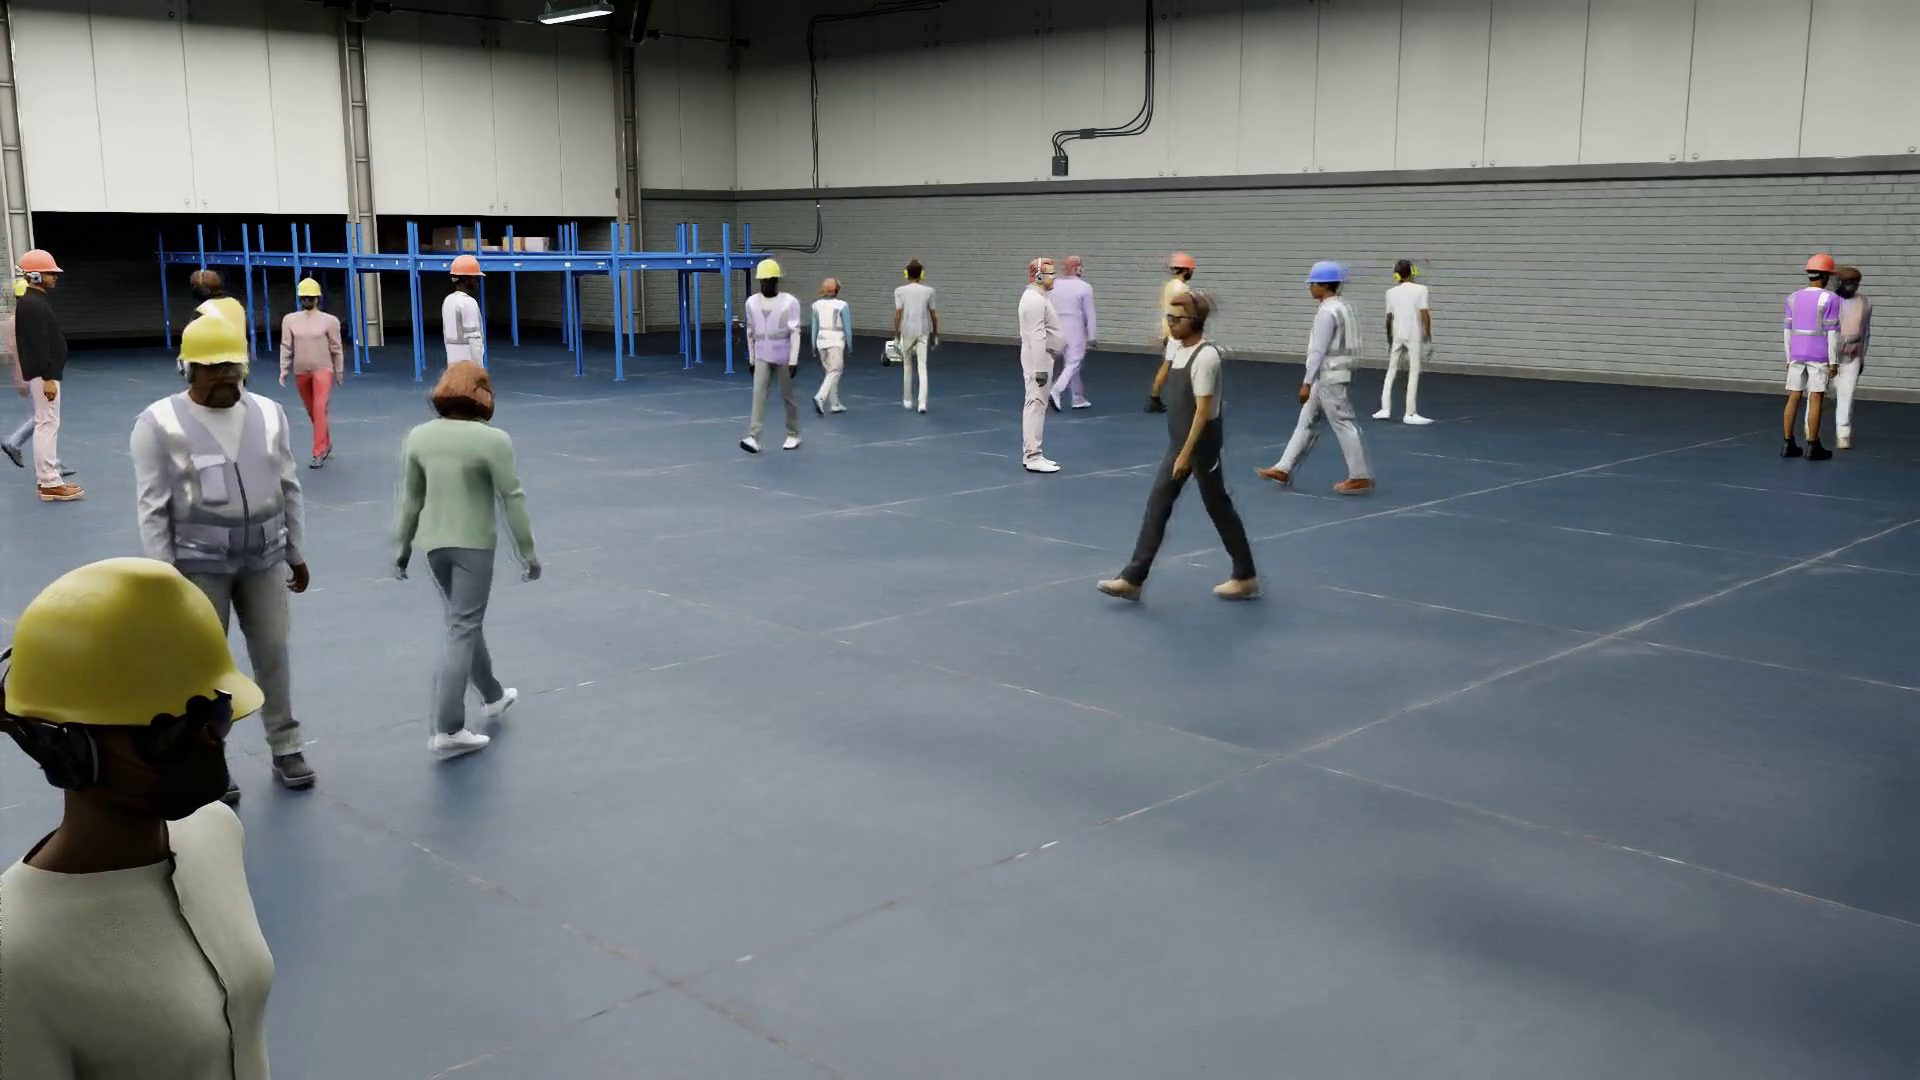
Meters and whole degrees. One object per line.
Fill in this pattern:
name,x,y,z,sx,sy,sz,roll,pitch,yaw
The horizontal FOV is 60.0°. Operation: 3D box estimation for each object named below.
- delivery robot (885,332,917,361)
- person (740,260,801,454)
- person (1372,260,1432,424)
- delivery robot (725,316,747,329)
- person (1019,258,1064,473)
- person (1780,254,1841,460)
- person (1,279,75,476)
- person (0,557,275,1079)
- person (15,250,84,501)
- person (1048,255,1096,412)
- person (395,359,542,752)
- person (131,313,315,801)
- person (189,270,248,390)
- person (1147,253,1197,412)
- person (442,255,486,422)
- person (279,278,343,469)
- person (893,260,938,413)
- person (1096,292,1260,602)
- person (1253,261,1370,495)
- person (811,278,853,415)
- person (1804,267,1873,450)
delivery robot,-0.913,-3.157,27.159,0.477,0.478,0.707,6,12,29
person,-1.839,-1.787,16.243,0.609,1.869,1.022,3,11,17
person,5.025,-2.241,18.834,0.654,1.835,0.392,9,14,41
delivery robot,-4.337,-4.225,32.272,0.335,0.223,0.698,-6,12,-28
person,0.731,-1.577,14.991,0.409,1.907,0.651,0,10,-1
person,8.115,-1.747,15.840,0.359,1.936,0.544,-6,12,-29
person,-8.215,-1.444,14.697,0.591,1.747,0.530,-1,10,-3
person,-0.918,0.887,1.940,0.326,1.767,0.533,0,10,2
person,-7.357,-1.329,13.398,0.384,1.993,0.622,-6,12,-31
person,1.334,-2.492,20.080,0.653,1.875,0.900,10,14,43
person,-2.052,0.042,7.008,0.597,1.589,0.818,4,11,21
person,-2.760,0.063,6.280,0.403,1.826,0.613,10,14,44
person,-6.309,-1.417,14.384,0.628,1.820,0.648,2,11,10
person,2.696,-2.484,19.986,0.978,1.882,0.572,-2,11,-10
person,-4.343,-1.545,14.735,0.360,1.936,0.552,-9,14,-40
person,-6.010,-1.571,15.496,0.522,1.727,0.918,0,10,0
person,-0.528,-2.451,20.017,0.558,1.822,1.000,-1,10,-8
person,1.317,-0.526,9.594,1.010,1.795,0.515,-4,11,-20
person,2.955,-1.330,13.674,0.985,1.892,0.636,3,11,18
person,-1.555,-2.287,19.648,0.524,1.612,0.739,7,12,32
person,8.868,-1.860,16.856,0.633,1.799,0.951,2,11,10
